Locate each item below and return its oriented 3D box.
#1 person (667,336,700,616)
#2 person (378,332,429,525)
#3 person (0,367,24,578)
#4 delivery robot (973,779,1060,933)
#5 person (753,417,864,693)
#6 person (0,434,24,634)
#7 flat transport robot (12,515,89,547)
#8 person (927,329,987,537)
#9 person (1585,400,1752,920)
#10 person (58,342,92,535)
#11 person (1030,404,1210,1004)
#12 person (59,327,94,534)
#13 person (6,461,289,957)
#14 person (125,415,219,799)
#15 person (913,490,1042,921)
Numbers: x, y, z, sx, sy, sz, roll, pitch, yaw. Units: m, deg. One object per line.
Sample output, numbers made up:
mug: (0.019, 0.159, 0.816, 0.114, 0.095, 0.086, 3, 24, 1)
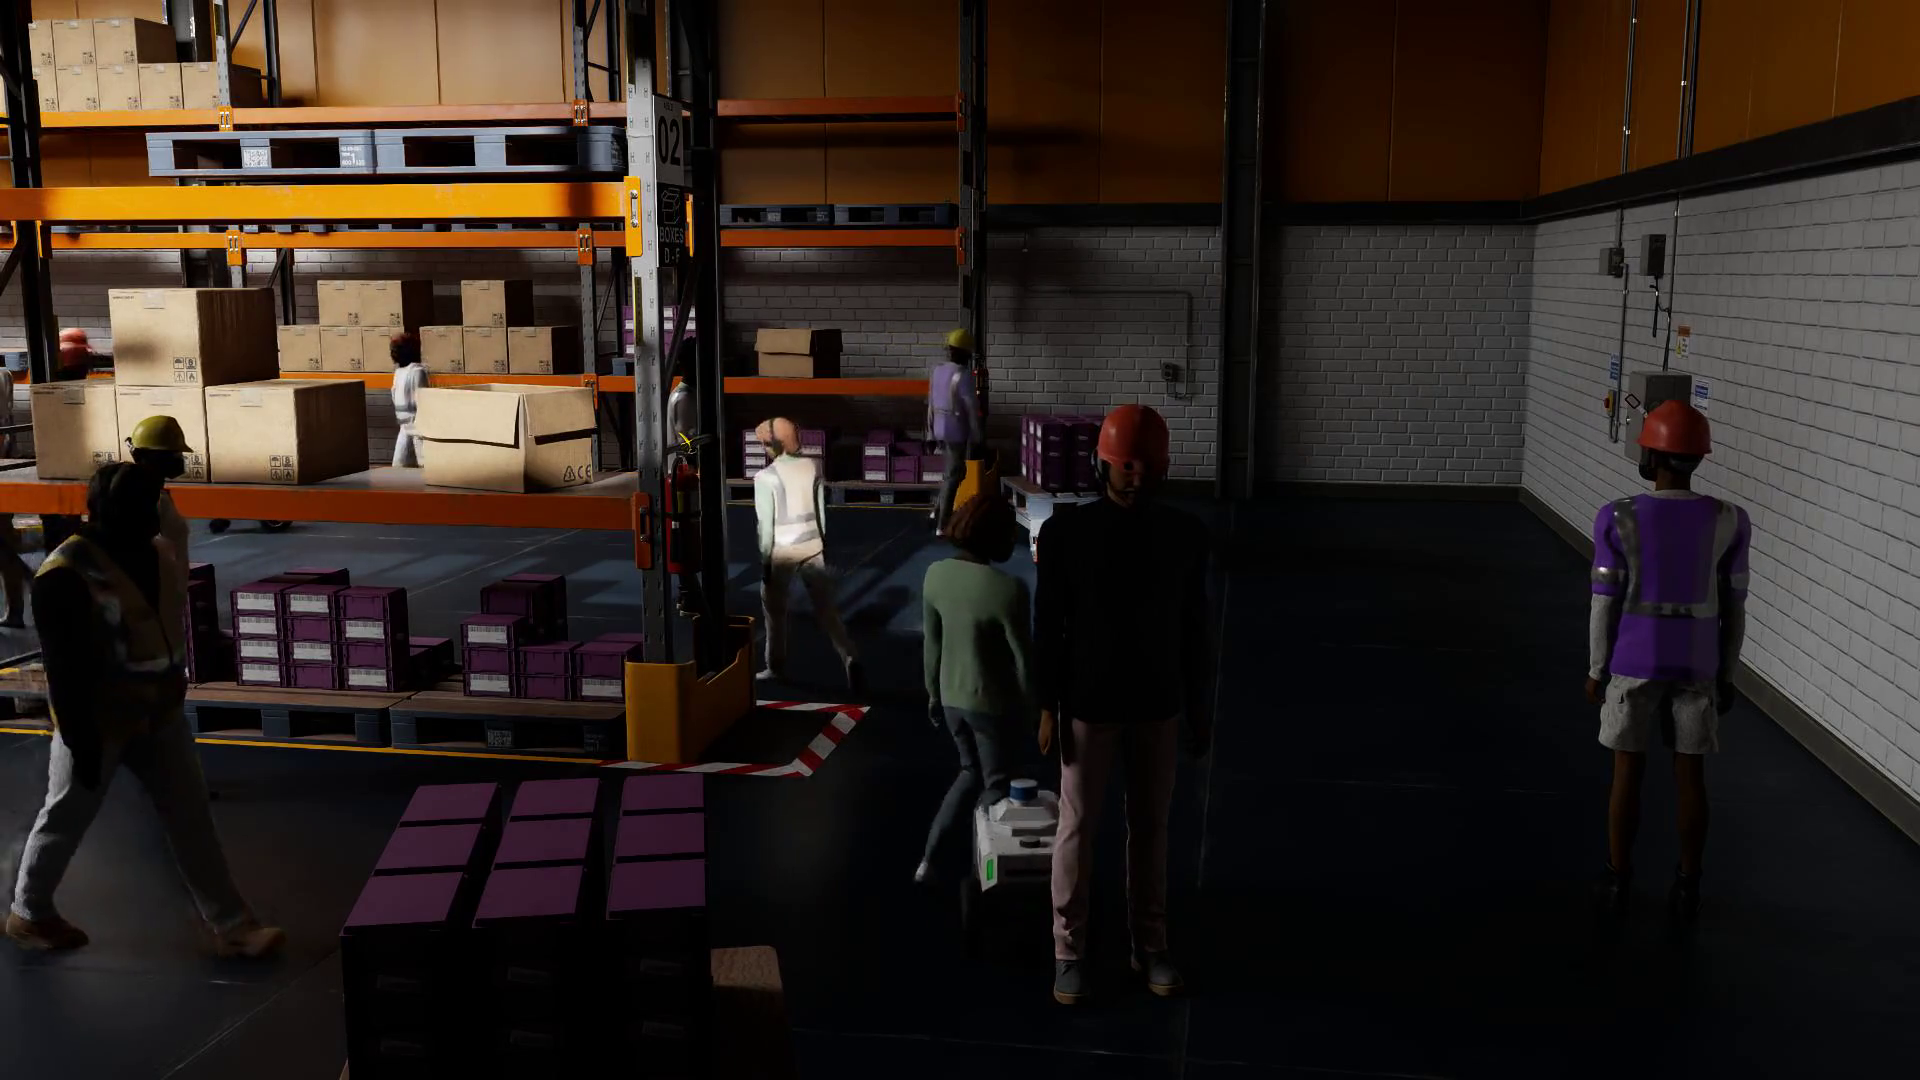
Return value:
person: (-1.875, -0.447, 11.689, 0.361, 1.965, 0.613, -2, 9, -11)
person: (-5.161, -1.074, 15.985, 0.863, 1.848, 0.623, -8, 12, -40)
person: (-7.529, -0.677, 12.874, 0.394, 2.042, 0.611, 3, 10, 20)
delivery robot: (0.232, 1.115, 6.065, 0.477, 0.478, 0.707, -1, 9, -2)
person: (-0.909, 0.090, 9.509, 0.536, 1.602, 0.785, -9, 13, -43)
person: (-6.496, -0.184, 11.067, 0.308, 1.639, 0.523, 2, 9, 10)
flat transport robot: (-8.016, -0.094, 14.742, 0.652, 0.197, 1.431, 8, 12, 42)
person: (-0.049, -0.960, 15.095, 0.469, 1.897, 0.594, -6, 11, -35)
person: (2.612, 0.451, 6.189, 0.548, 1.942, 0.344, 2, 9, 11)
person: (-6.277, -0.453, 11.891, 0.713, 1.907, 0.564, 3, 10, 18)
person: (0.538, 0.540, 5.503, 0.608, 1.987, 0.388, -2, 9, -12)
person: (-7.565, -0.849, 14.264, 0.361, 1.940, 0.543, -5, 11, -30)
person: (-2.930, 0.605, 5.758, 1.053, 1.777, 0.640, 2, 9, 14)
person: (-3.632, 0.313, 7.600, 0.329, 1.765, 0.526, -6, 11, -35)
person: (0.079, 0.620, 6.144, 0.343, 1.623, 0.502, -8, 12, -42)
